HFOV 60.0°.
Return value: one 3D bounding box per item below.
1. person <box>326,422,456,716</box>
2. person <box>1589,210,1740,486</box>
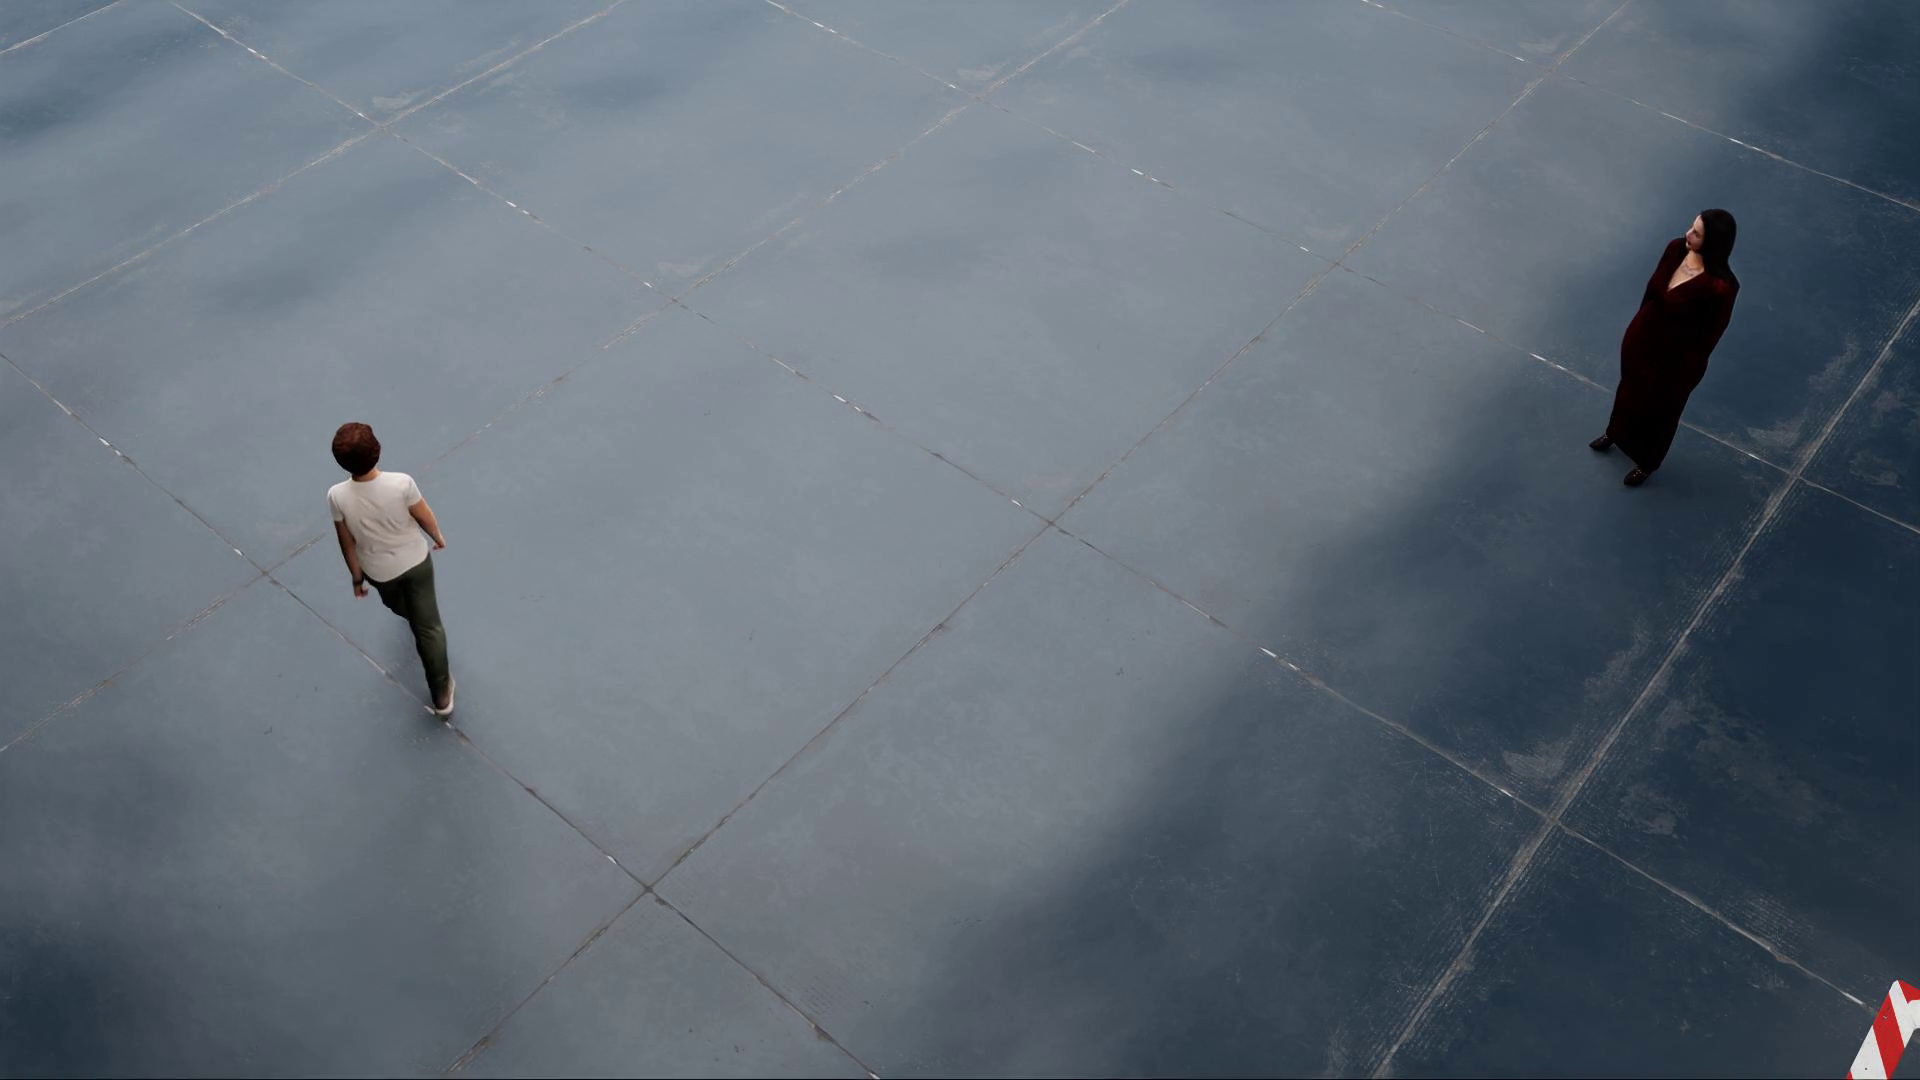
[{"bbox_3d":[-2.628,0.182,7.798,0.990,1.613,1.157,-12,48,-11],"label":"person"},{"bbox_3d":[3.765,-1.028,8.819,0.832,1.756,0.726,-15,49,-14],"label":"person"}]
